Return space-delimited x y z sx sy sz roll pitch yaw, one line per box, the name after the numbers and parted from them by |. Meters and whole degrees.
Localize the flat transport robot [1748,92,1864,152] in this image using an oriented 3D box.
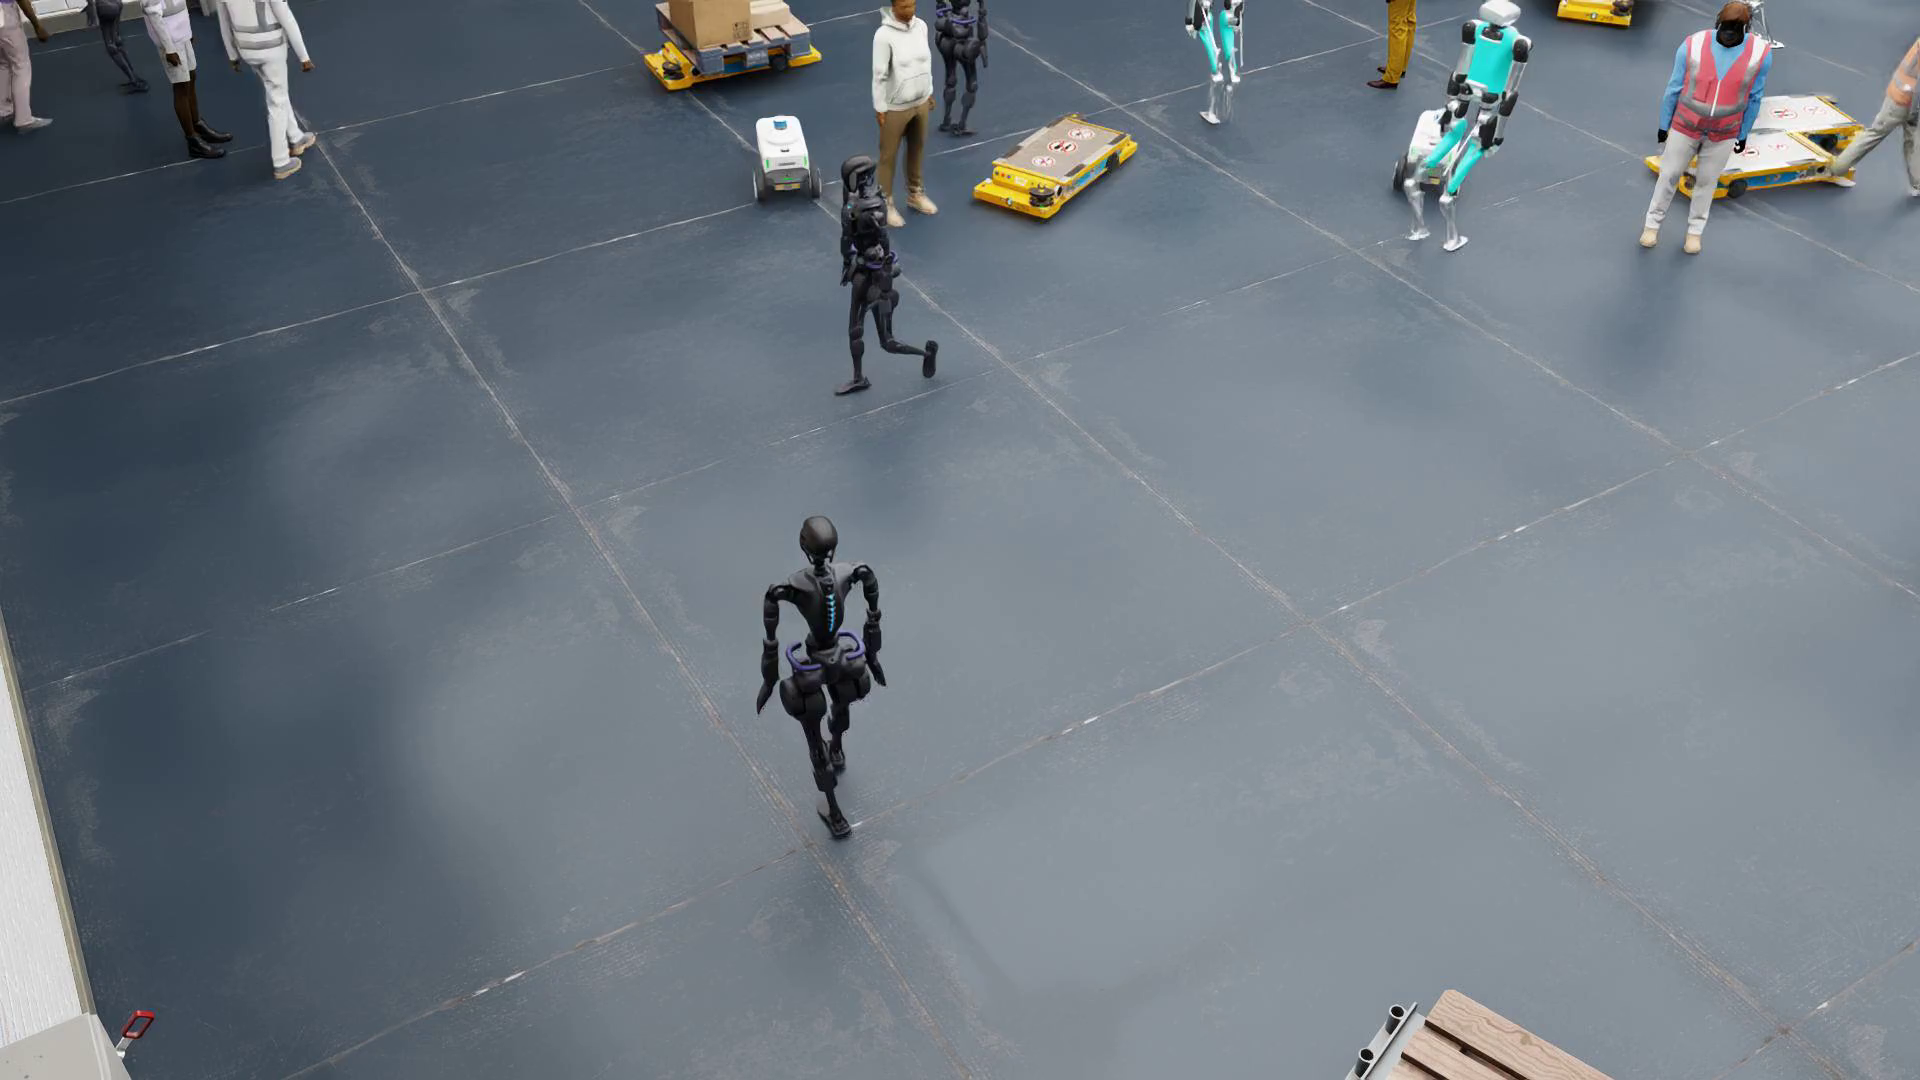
6.599 -3.359 13.530 1.431 0.231 0.659 -8 39 -10 | flat transport robot

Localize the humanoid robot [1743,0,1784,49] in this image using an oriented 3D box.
7.123 -5.121 14.465 0.735 1.676 0.533 -11 40 -14 | humanoid robot

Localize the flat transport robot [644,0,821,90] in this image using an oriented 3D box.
-2.015 -4.306 14.725 1.431 0.231 0.659 -17 42 -21 | flat transport robot

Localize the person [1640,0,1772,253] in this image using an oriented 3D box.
5.233 -2.896 11.692 0.630 1.837 0.431 13 40 15 | person

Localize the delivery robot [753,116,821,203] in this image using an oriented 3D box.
-1.365 -2.972 12.804 0.499 0.586 0.772 -7 39 -9 | delivery robot

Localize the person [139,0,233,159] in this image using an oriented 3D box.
-6.096 -3.932 12.908 0.348 1.942 0.544 -5 39 -7 | person

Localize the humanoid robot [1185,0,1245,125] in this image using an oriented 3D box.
2.124 -4.101 13.369 0.542 1.881 0.757 -12 40 -15 | humanoid robot

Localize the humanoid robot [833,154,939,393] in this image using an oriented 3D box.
-0.484 -1.662 10.272 0.695 1.626 0.609 -21 43 -24 | humanoid robot

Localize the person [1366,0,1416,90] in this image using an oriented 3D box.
3.729 -4.688 14.014 0.344 1.751 0.523 19 42 22 | person

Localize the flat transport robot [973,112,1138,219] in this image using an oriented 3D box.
0.765 -2.940 13.002 0.659 0.231 1.431 22 44 26 | flat transport robot

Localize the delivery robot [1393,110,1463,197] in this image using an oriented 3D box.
3.676 -3.029 12.877 0.499 0.587 0.788 13 40 15 | delivery robot

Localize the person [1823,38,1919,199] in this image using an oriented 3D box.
7.099 -3.294 12.383 0.879 1.574 0.562 21 43 25 | person

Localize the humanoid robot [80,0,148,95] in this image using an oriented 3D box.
-7.201 -4.573 13.939 0.327 1.652 0.588 -9 39 -11 | humanoid robot

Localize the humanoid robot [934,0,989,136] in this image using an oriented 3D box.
-0.002 -4.036 13.251 0.323 1.654 0.592 -30 48 -33 | humanoid robot

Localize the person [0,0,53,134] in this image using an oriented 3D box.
-7.639 -4.138 13.274 0.619 1.802 0.444 14 41 17 | person

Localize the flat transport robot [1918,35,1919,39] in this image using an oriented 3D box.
9.499 -4.550 15.033 1.431 0.231 0.659 -11 40 -14 | flat transport robot

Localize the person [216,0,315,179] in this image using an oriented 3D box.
-5.261 -3.767 12.760 0.598 1.857 0.813 10 40 13 | person

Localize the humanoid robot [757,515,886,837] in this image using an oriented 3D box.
-0.647 0.552 7.476 0.608 1.638 0.676 -17 41 -20 | humanoid robot

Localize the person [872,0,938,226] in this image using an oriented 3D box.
-0.427 -3.165 12.085 0.539 1.764 0.370 -27 46 -30 | person

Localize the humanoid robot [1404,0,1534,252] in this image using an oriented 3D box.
3.515 -2.863 11.715 0.739 1.767 0.530 -28 46 -31 | humanoid robot

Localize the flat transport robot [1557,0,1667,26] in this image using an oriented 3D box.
6.158 -5.317 16.001 0.659 0.231 1.431 13 40 16 | flat transport robot

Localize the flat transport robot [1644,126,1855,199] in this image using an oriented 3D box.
6.185 -2.957 13.023 1.431 0.231 0.659 -9 39 -12 | flat transport robot
